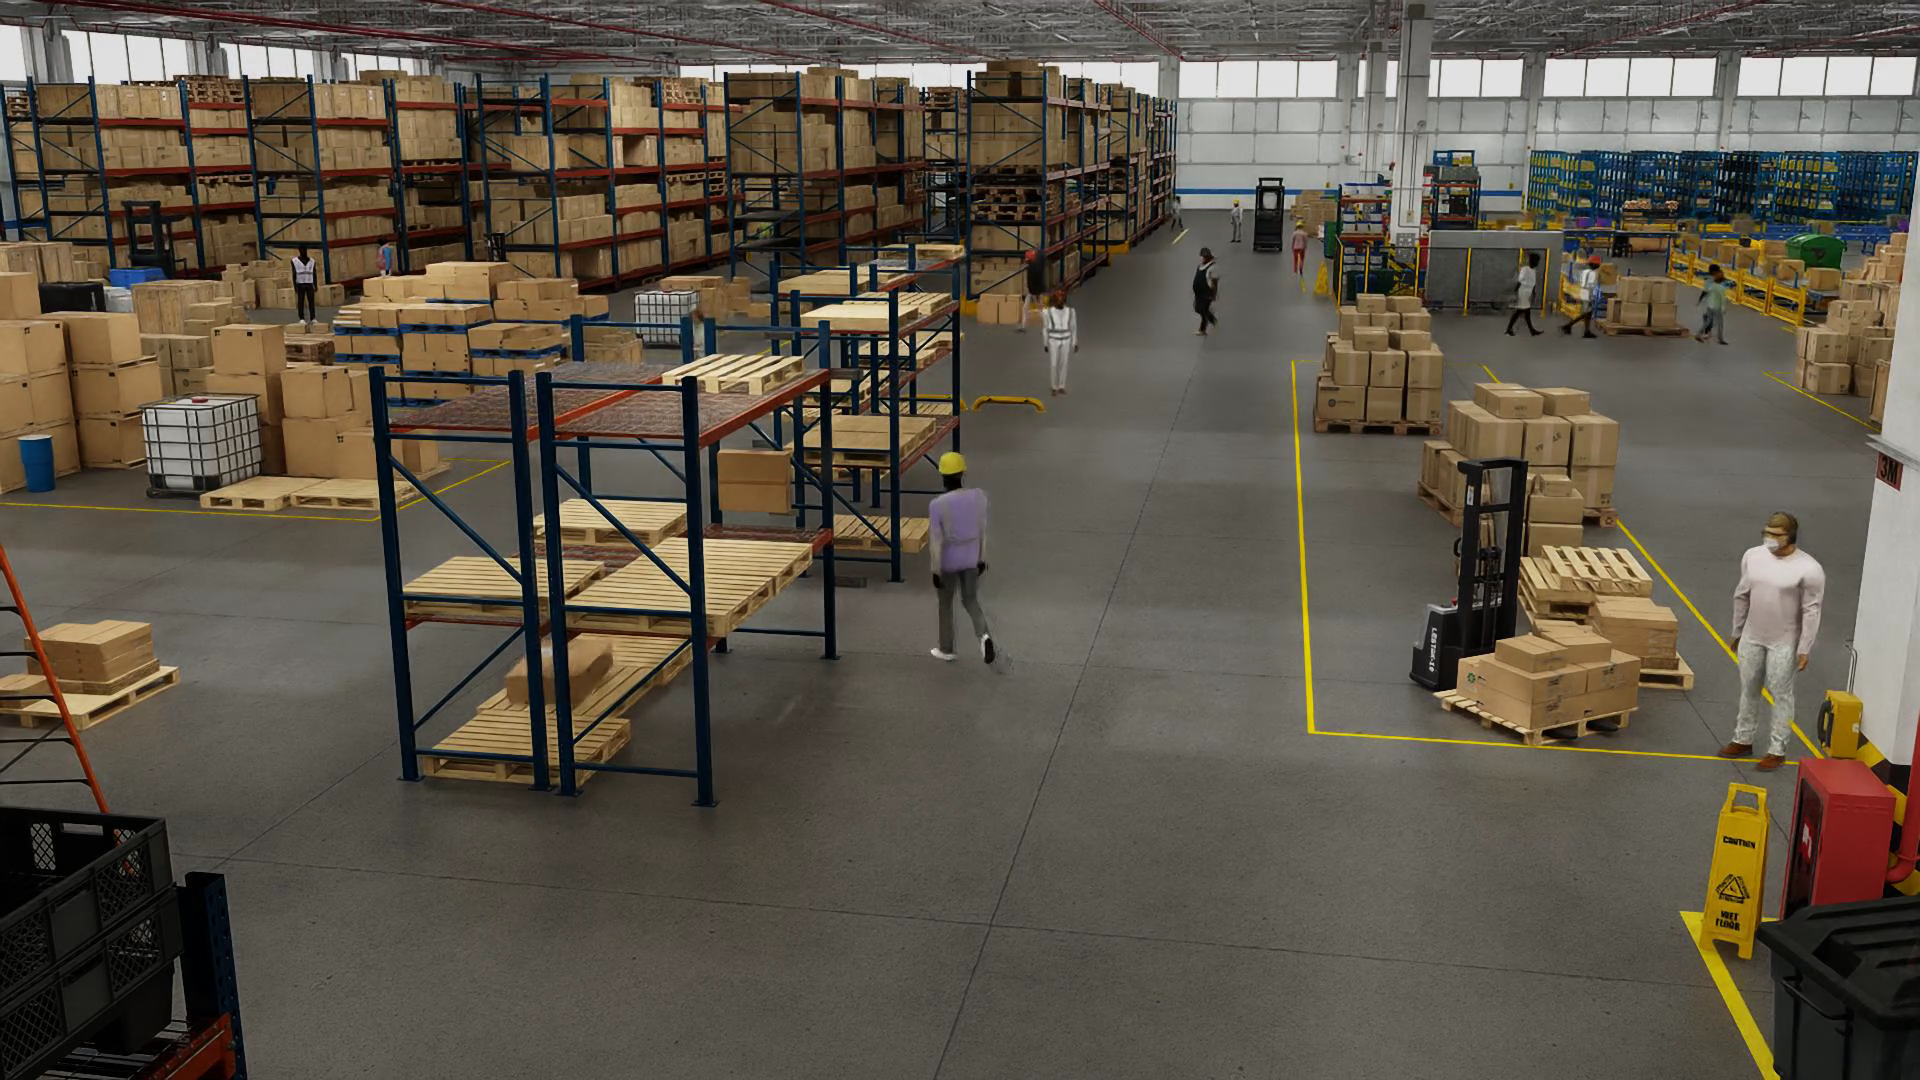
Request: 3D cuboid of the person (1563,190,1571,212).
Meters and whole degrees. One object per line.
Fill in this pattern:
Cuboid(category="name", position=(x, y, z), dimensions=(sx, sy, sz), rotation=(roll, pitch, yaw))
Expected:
Cuboid(category="person", position=(32.468, -18.056, 88.727), dimensions=(0.895, 1.790, 0.708), rotation=(-3, 14, -11))

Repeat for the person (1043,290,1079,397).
Cuboid(category="person", position=(1.790, -3.456, 29.345), dimensions=(0.592, 1.859, 0.752), rotation=(-2, 14, -8))

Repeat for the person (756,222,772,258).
Cuboid(category="person", position=(-7.237, -11.252, 61.335), dimensions=(0.605, 1.692, 0.322), rotation=(-4, 14, -16))

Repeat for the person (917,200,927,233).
Cuboid(category="person", position=(-1.786, -14.278, 73.434), dimensions=(0.595, 1.780, 0.941), rotation=(1, 14, 4))

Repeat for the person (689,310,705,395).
Cuboid(category="person", position=(-4.467, -3.189, 28.764), dimensions=(0.516, 1.614, 0.706), rotation=(6, 15, 23))

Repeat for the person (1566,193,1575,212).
Cuboid(category="person", position=(29.434, -15.966, 79.983), dimensions=(0.573, 1.925, 0.641), rotation=(-6, 15, -24))

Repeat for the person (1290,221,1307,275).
Cuboid(category="person", position=(10.976, -9.455, 53.897), dimensions=(0.539, 1.759, 0.369), rotation=(3, 14, 11))

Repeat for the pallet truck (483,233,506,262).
Cuboid(category="pallet truck", position=(-11.832, -7.026, 43.548), dimensions=(1.885, 1.965, 0.823), rotation=(8, 16, 28))

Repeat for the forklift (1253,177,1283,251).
Cuboid(category="forklift", position=(12.083, -12.747, 64.956), dimensions=(1.129, 2.768, 1.873), rotation=(3, 14, 10))

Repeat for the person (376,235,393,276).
Cuboid(category="person", position=(-15.707, -7.405, 45.406), dimensions=(0.429, 1.841, 0.633), rotation=(-8, 16, -29))

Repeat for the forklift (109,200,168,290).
Cuboid(category="forklift", position=(-21.394, -7.518, 43.729), dimensions=(1.129, 2.768, 1.873), rotation=(3, 14, 10))

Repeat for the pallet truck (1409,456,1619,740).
Cuboid(category="pallet truck", position=(4.504, 0.400, 13.395), dimensions=(0.823, 1.965, 1.885), rotation=(-6, 15, -23))

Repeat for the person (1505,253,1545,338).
Cuboid(category="person", position=(12.872, -5.542, 37.714), dimensions=(0.947, 1.899, 0.684), rotation=(9, 17, 33))

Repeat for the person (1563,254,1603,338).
Cuboid(category="person", position=(14.055, -5.481, 37.467), dimensions=(0.706, 1.908, 0.580), rotation=(1, 14, 5))

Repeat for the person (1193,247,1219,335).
Cuboid(category="person", position=(5.662, -5.731, 38.201), dimensions=(0.653, 2.000, 0.694), rotation=(-6, 15, -24))

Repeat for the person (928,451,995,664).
Cuboid(category="person", position=(0.011, 0.178, 14.493), dimensions=(0.601, 1.904, 0.689), rotation=(-8, 16, -29))

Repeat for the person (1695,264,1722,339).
Cuboid(category="person", position=(16.833, -5.365, 37.435), dimensions=(0.559, 1.687, 0.454), rotation=(-11, 18, -38))

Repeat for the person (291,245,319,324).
Cuboid(category="person", position=(-15.920, -6.214, 40.440), dimensions=(0.589, 1.911, 0.393), rotation=(-11, 18, -38))

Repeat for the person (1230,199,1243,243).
Cuboid(category="person", position=(11.586, -13.378, 69.706), dimensions=(0.404, 1.824, 0.589), rotation=(-10, 17, -35))

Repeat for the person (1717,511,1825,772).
Cuboid(category="person", position=(5.940, 0.731, 12.176), dimensions=(0.353, 1.936, 0.635), rotation=(-8, 16, -31))

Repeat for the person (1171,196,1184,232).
Cuboid(category="person", position=(10.079, -15.080, 76.941), dimensions=(0.559, 1.640, 0.889), rotation=(-8, 16, -29))

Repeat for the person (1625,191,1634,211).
Cuboid(category="person", position=(32.431, -16.056, 80.569), dimensions=(0.403, 1.823, 0.586), rotation=(-7, 15, -26))

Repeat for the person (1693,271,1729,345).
Cuboid(category="person", position=(16.578, -5.101, 36.530), dimensions=(0.554, 1.615, 0.581), rotation=(-2, 14, -7))

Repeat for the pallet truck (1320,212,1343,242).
Cuboid(category="pallet truck", position=(15.874, -13.227, 70.310), dimensions=(0.680, 1.201, 1.601), rotation=(10, 17, 35))

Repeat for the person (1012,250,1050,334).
Cuboid(category="person", position=(1.642, -5.682, 38.243), dimensions=(1.023, 1.915, 0.666), rotation=(-8, 16, -28))

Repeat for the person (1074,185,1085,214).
Cuboid(category="person", position=(6.427, -18.787, 91.879), dimensions=(0.916, 1.713, 0.543), rotation=(2, 14, 7))
